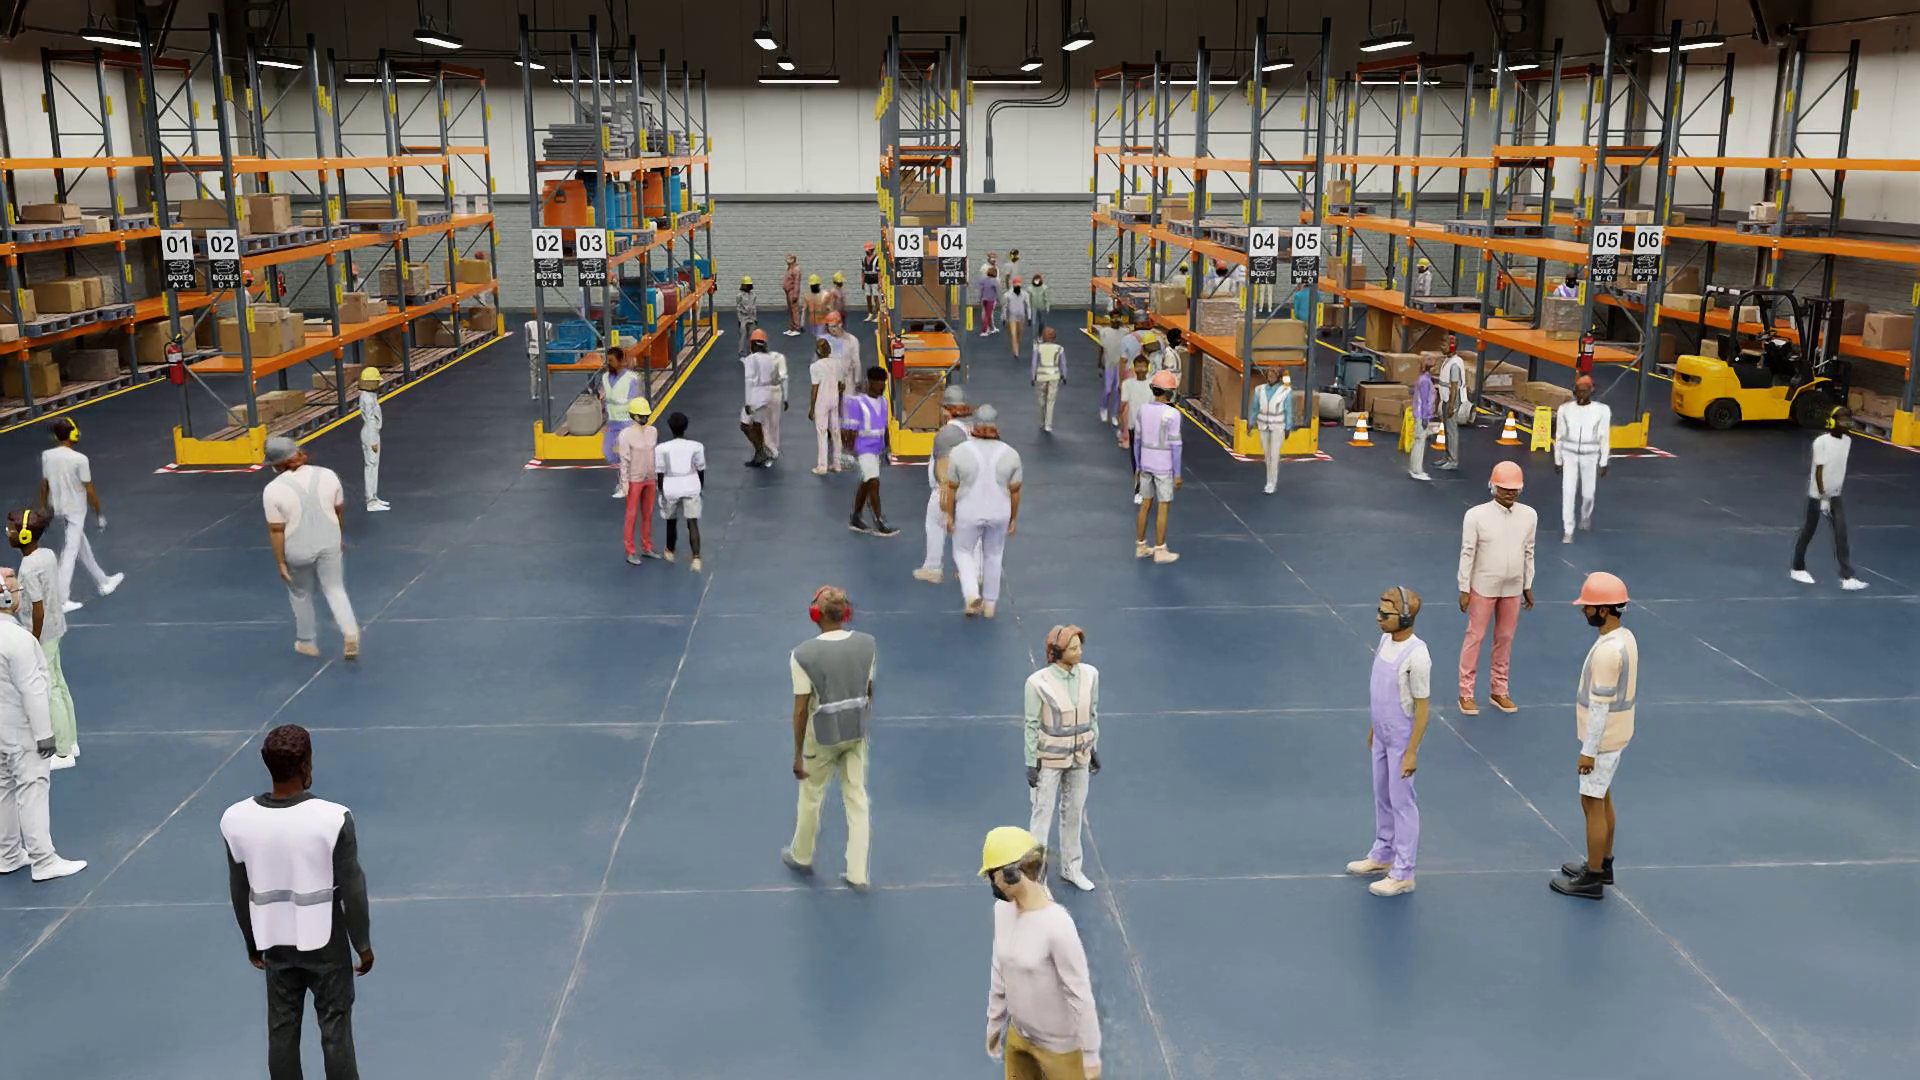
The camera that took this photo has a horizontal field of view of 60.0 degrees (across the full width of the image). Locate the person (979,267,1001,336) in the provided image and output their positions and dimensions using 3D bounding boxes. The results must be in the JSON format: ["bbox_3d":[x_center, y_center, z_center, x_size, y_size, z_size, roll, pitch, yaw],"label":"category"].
[{"bbox_3d":[0.748,-5.564,38.787,0.787,1.595,0.508,-13,18,-43],"label":"person"}]

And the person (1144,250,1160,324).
[{"bbox_3d":[4.678,-6.039,40.135,0.639,1.904,0.499,-8,16,-32],"label":"person"}]

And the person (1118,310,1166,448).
[{"bbox_3d":[2.619,-2.364,24.283,0.686,2.000,0.535,-4,14,-15],"label":"person"}]

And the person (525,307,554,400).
[{"bbox_3d":[-7.283,-3.235,28.855,0.509,1.629,0.316,1,13,3],"label":"person"}]

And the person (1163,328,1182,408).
[{"bbox_3d":[3.157,-2.334,24.921,0.320,1.685,0.539,3,14,12],"label":"person"}]

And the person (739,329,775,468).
[{"bbox_3d":[-2.759,-1.915,22.695,0.429,1.898,0.591,8,16,31],"label":"person"}]

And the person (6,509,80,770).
[{"bbox_3d":[-6.463,0.695,11.681,0.328,1.876,0.514,-4,14,-16],"label":"person"}]

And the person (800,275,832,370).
[{"bbox_3d":[-2.838,-4.266,32.692,0.615,1.868,0.998,6,14,23],"label":"person"}]

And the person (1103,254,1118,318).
[{"bbox_3d":[3.917,-6.557,42.910,0.522,1.638,0.306,-12,18,-42],"label":"person"}]

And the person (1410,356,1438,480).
[{"bbox_3d":[6.131,-1.620,21.994,0.310,1.636,0.523,3,14,14],"label":"person"}]

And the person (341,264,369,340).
[{"bbox_3d":[-13.683,-5.362,37.661,0.574,1.766,0.458,-9,16,-33],"label":"person"}]

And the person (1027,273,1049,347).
[{"bbox_3d":[1.717,-5.114,36.853,0.503,1.607,0.686,-1,13,-3],"label":"person"}]

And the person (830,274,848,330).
[{"bbox_3d":[-2.500,-4.747,35.065,0.313,1.728,0.713,7,15,27],"label":"person"}]

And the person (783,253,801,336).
[{"bbox_3d":[-3.931,-5.731,38.826,0.409,1.913,0.642,-6,14,-22],"label":"person"}]

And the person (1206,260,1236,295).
[{"bbox_3d":[5.475,-4.840,34.859,0.616,2.016,0.916,-1,13,-4],"label":"person"}]

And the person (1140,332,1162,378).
[{"bbox_3d":[2.732,-2.124,23.925,0.334,1.733,0.490,-4,14,-16],"label":"person"}]

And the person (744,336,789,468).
[{"bbox_3d":[-2.682,-1.996,23.113,0.603,1.877,0.992,-2,13,-8],"label":"person"}]

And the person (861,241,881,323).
[{"bbox_3d":[-2.235,-6.456,41.654,0.612,2.029,0.409,9,16,34],"label":"person"}]

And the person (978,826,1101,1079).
[{"bbox_3d":[0.346,1.989,6.536,0.330,1.717,0.674,-10,16,-35],"label":"person"}]

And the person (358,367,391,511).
[{"bbox_3d":[-7.078,-1.222,20.103,0.325,1.736,0.485,-6,14,-22],"label":"person"}]

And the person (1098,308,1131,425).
[{"bbox_3d":[2.462,-2.733,26.257,0.511,1.856,0.408,-2,13,-9],"label":"person"}]

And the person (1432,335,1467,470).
[{"bbox_3d":[6.697,-1.874,22.656,0.387,1.836,0.561,1,13,6],"label":"person"}]

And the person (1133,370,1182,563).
[{"bbox_3d":[2.114,-0.783,17.584,0.391,2.039,0.616,-11,17,-38],"label":"person"}]

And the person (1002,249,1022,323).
[{"bbox_3d":[1.357,-6.277,41.269,0.402,1.857,0.516,7,15,27],"label":"person"}]

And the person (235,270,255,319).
[{"bbox_3d":[-13.877,-4.250,32.393,0.406,1.989,0.622,-9,16,-34],"label":"person"}]

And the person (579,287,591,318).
[{"bbox_3d":[-9.086,-6.045,40.464,0.324,1.769,0.523,0,13,-1],"label":"person"}]

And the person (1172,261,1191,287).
[{"bbox_3d":[5.144,-5.573,38.495,0.540,1.750,0.442,-1,13,-4],"label":"person"}]

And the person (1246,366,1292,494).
[{"bbox_3d":[3.900,-1.390,21.096,0.529,1.606,0.783,9,16,34],"label":"person"}]

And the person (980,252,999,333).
[{"bbox_3d":[0.735,-5.865,39.412,0.401,1.904,0.640,7,15,27],"label":"person"}]

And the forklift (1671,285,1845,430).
[{"bbox_3d":[12.503,-2.886,26.166,2.313,2.155,1.214,-1,13,-3],"label":"forklift"}]

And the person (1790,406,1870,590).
[{"bbox_3d":[8.652,-0.404,16.434,0.509,1.826,0.941,-4,14,-16],"label":"person"}]
